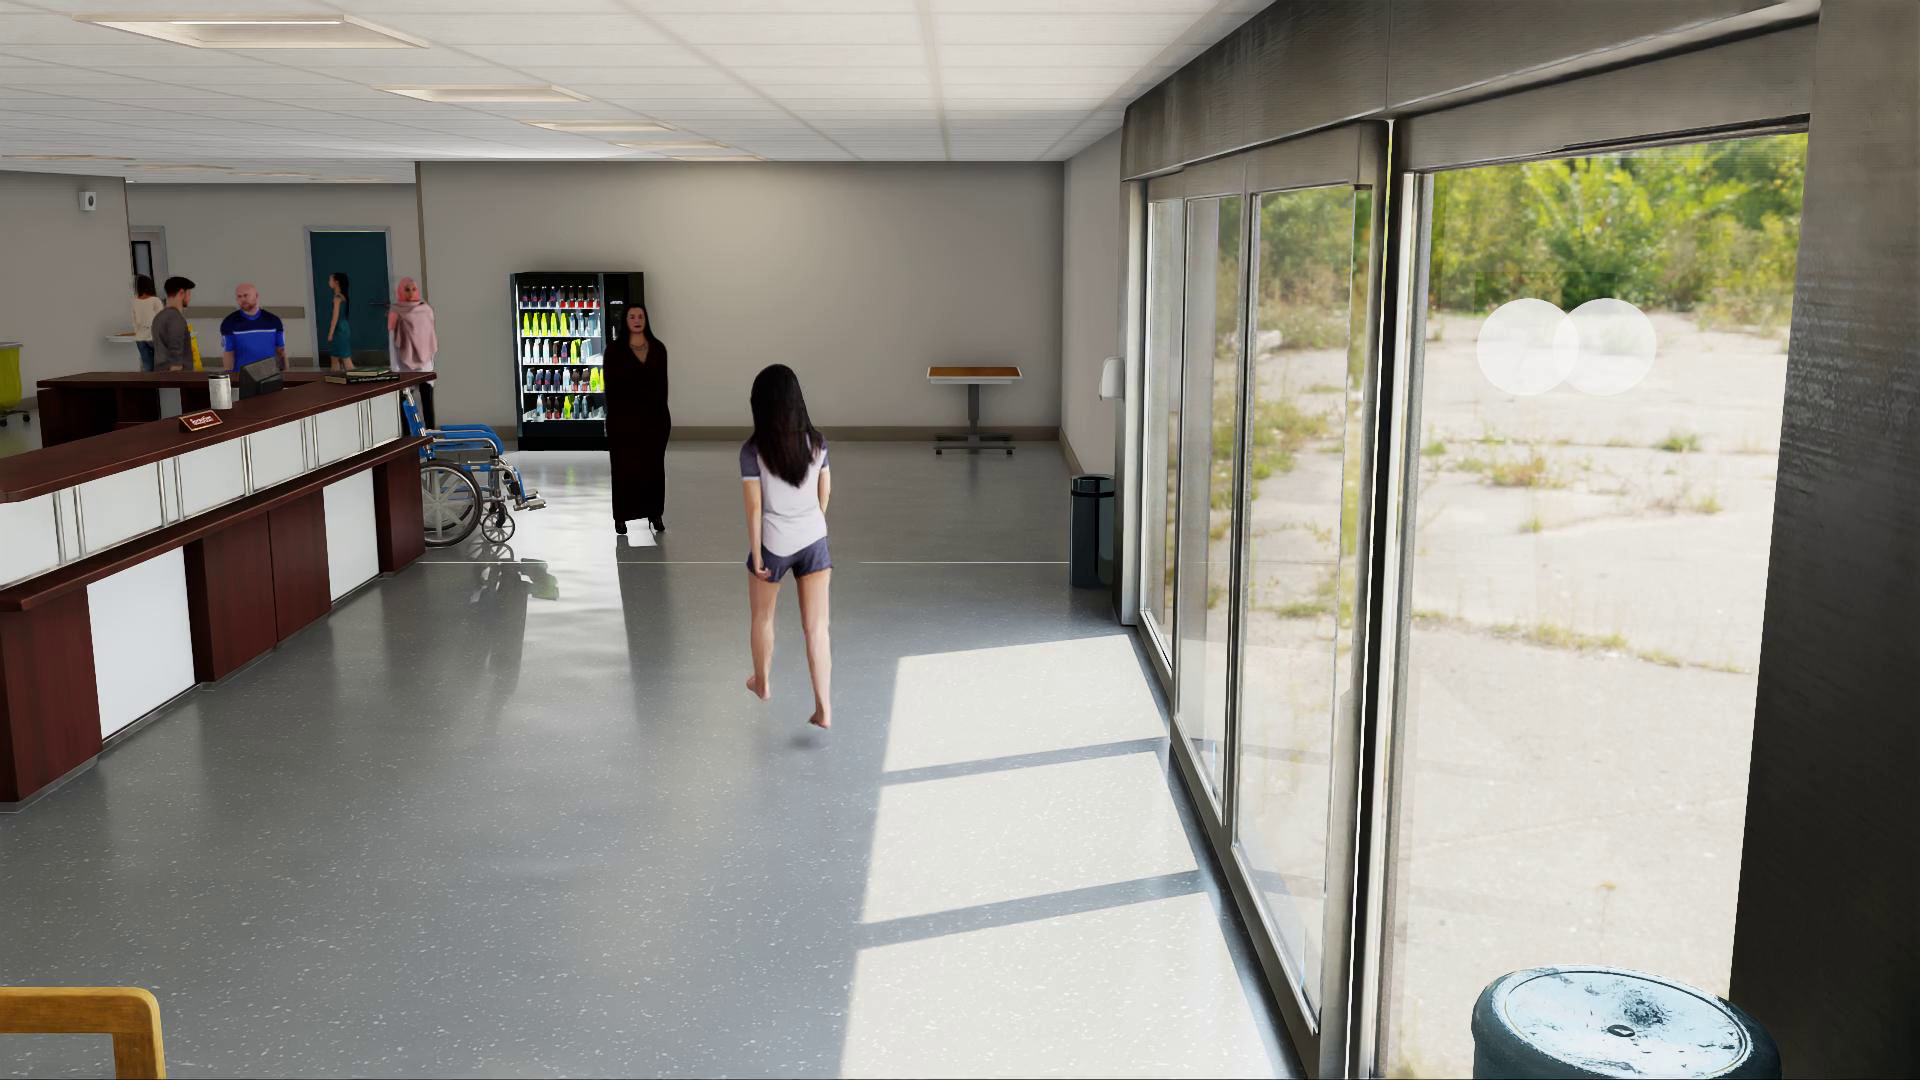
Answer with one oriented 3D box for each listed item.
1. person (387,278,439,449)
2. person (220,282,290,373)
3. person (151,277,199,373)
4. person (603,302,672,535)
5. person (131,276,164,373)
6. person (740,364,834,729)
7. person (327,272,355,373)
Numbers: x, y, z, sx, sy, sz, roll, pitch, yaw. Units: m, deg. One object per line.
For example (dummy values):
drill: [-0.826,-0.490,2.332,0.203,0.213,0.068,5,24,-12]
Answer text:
person: [-5.589,-1.729,16.907,1.215,1.744,1.164,-7,13,-34]
person: [-6.373,-1.376,14.898,1.179,1.799,1.242,-10,15,-43]
person: [-6.987,-1.339,14.572,1.186,1.850,1.099,-8,13,-36]
person: [-2.456,-0.929,12.655,0.714,1.758,0.822,-6,12,-28]
person: [-10.593,-2.601,21.692,0.677,1.674,0.751,2,11,11]
person: [-0.754,0.074,7.648,1.164,1.653,0.968,-4,12,-22]
person: [-8.408,-2.813,22.813,0.791,1.672,0.676,-2,11,-11]
